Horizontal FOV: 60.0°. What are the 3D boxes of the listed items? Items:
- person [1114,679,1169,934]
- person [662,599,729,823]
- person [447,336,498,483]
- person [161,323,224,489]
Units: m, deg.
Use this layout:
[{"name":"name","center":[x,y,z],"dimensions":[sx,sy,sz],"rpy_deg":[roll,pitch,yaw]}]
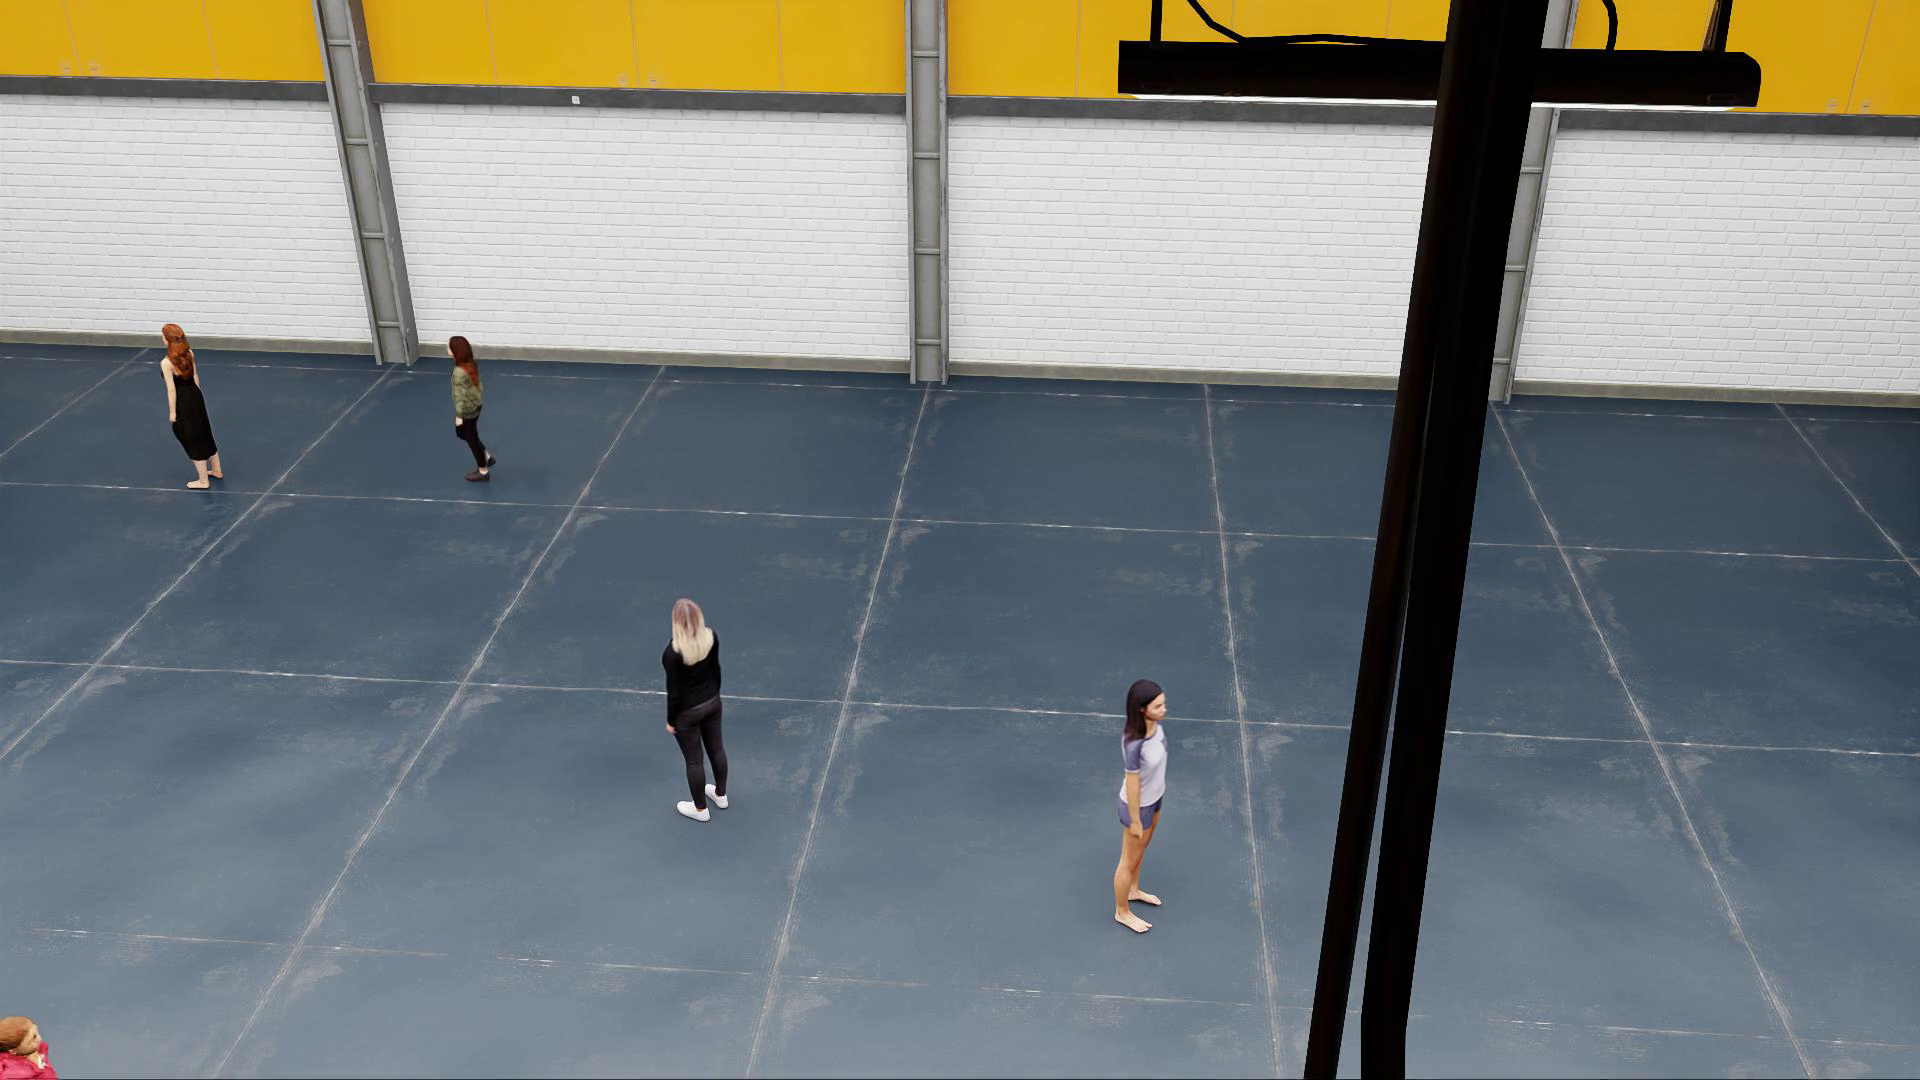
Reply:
[{"name":"person","center":[1.112,1.604,10.225],"dimensions":[0.614,1.734,0.643],"rpy_deg":[11,31,20]},{"name":"person","center":[-1.761,1.134,11.137],"dimensions":[0.728,1.686,0.691],"rpy_deg":[24,37,37]},{"name":"person","center":[-4.569,-1.229,15.697],"dimensions":[0.632,1.468,0.635],"rpy_deg":[-3,29,-6]},{"name":"person","center":[-7.238,-1.263,15.595],"dimensions":[0.617,1.625,0.617],"rpy_deg":[7,29,13]}]
